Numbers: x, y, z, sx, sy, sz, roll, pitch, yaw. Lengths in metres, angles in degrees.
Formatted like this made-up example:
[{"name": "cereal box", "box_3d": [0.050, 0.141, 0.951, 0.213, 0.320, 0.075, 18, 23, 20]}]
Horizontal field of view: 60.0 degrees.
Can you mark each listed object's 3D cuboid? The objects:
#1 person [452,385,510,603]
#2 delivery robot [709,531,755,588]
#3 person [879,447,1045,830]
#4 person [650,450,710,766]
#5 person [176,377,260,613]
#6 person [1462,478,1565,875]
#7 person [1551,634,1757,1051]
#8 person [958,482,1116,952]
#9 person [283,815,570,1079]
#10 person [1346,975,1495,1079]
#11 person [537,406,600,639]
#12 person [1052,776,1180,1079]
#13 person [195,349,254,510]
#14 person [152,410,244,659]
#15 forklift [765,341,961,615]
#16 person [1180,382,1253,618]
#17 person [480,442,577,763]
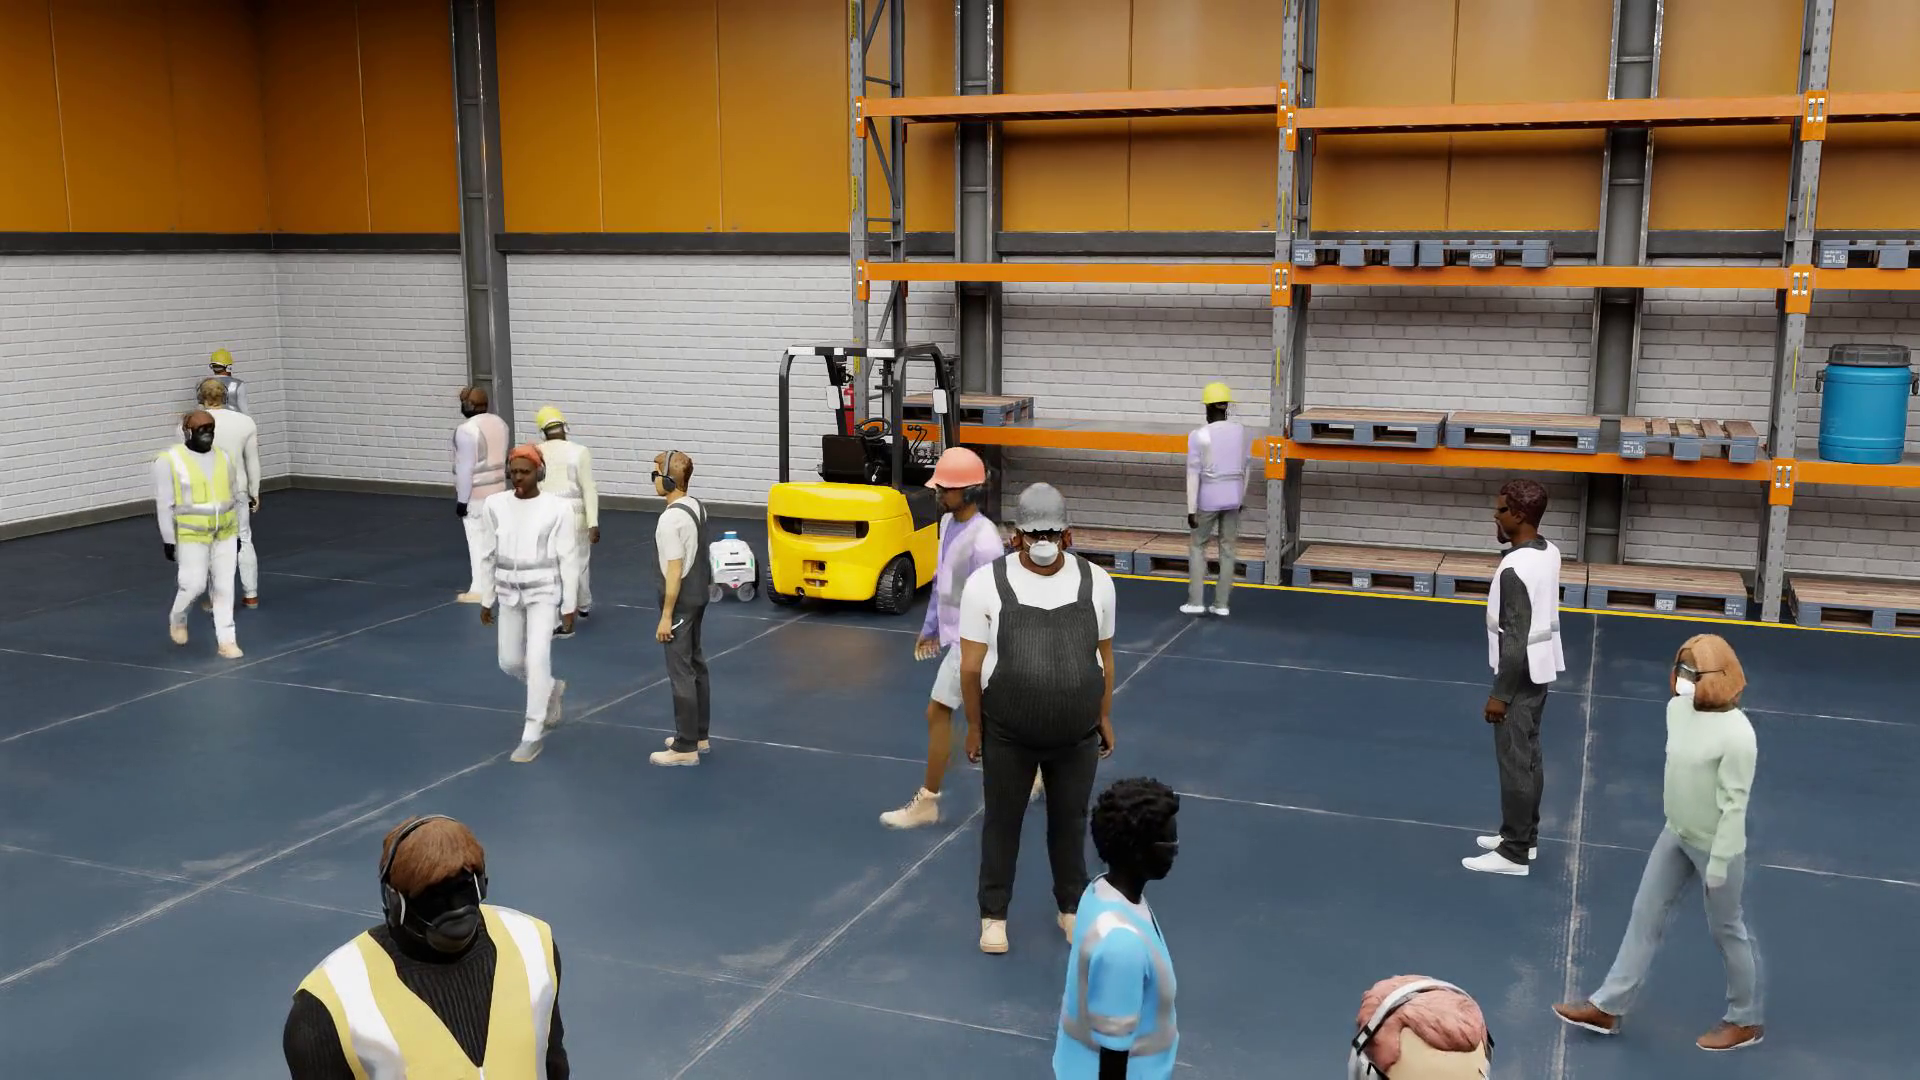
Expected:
[{"name": "person", "box_3d": [-4.055, -0.390, 14.054, 0.429, 1.841, 0.632, 3, 11, 17]}, {"name": "delivery robot", "box_3d": [-1.957, 0.171, 14.247, 0.477, 0.478, 0.707, -2, 10, -13]}, {"name": "person", "box_3d": [0.094, 0.494, 8.709, 1.029, 2.004, 0.621, -3, 11, -15]}, {"name": "person", "box_3d": [-1.636, 0.392, 9.681, 0.338, 1.845, 0.514, 2, 10, 9]}, {"name": "person", "box_3d": [-6.063, -0.367, 13.650, 0.635, 1.937, 0.353, -9, 14, -41]}, {"name": "person", "box_3d": [2.688, 0.657, 7.999, 0.393, 1.920, 0.591, 6, 12, 30]}, {"name": "person", "box_3d": [2.676, 1.141, 6.203, 0.760, 1.597, 0.526, -2, 10, -10]}, {"name": "person", "box_3d": [0.352, 0.759, 7.090, 0.689, 2.000, 0.537, -2, 10, -9]}, {"name": "person", "box_3d": [-1.098, 1.483, 3.618, 0.429, 1.844, 0.626, 10, 14, 44]}, {"name": "person", "box_3d": [0.716, 1.613, 2.712, 0.655, 1.905, 0.407, -8, 13, -39]}, {"name": "person", "box_3d": [-3.073, -0.149, 12.936, 0.639, 1.764, 0.921, 1, 10, 5]}, {"name": "person", "box_3d": [0.502, 1.427, 4.322, 0.520, 1.685, 0.563, 0, 10, 0]}, {"name": "person", "box_3d": [-8.270, -1.234, 18.771, 0.587, 1.835, 0.403, 0, 10, 1]}, {"name": "person", "box_3d": [-5.547, -0.046, 12.166, 0.606, 1.830, 0.641, 8, 13, 38]}, {"name": "forklift", "box_3d": [-0.739, -0.602, 14.246, 1.214, 2.155, 2.313, 4, 11, 21]}, {"name": "person", "box_3d": [2.068, -0.319, 13.438, 0.608, 1.917, 0.462, -3, 11, -17]}, {"name": "person", "box_3d": [-2.544, 0.338, 9.913, 0.593, 1.867, 0.729, 2, 10, 12]}]
